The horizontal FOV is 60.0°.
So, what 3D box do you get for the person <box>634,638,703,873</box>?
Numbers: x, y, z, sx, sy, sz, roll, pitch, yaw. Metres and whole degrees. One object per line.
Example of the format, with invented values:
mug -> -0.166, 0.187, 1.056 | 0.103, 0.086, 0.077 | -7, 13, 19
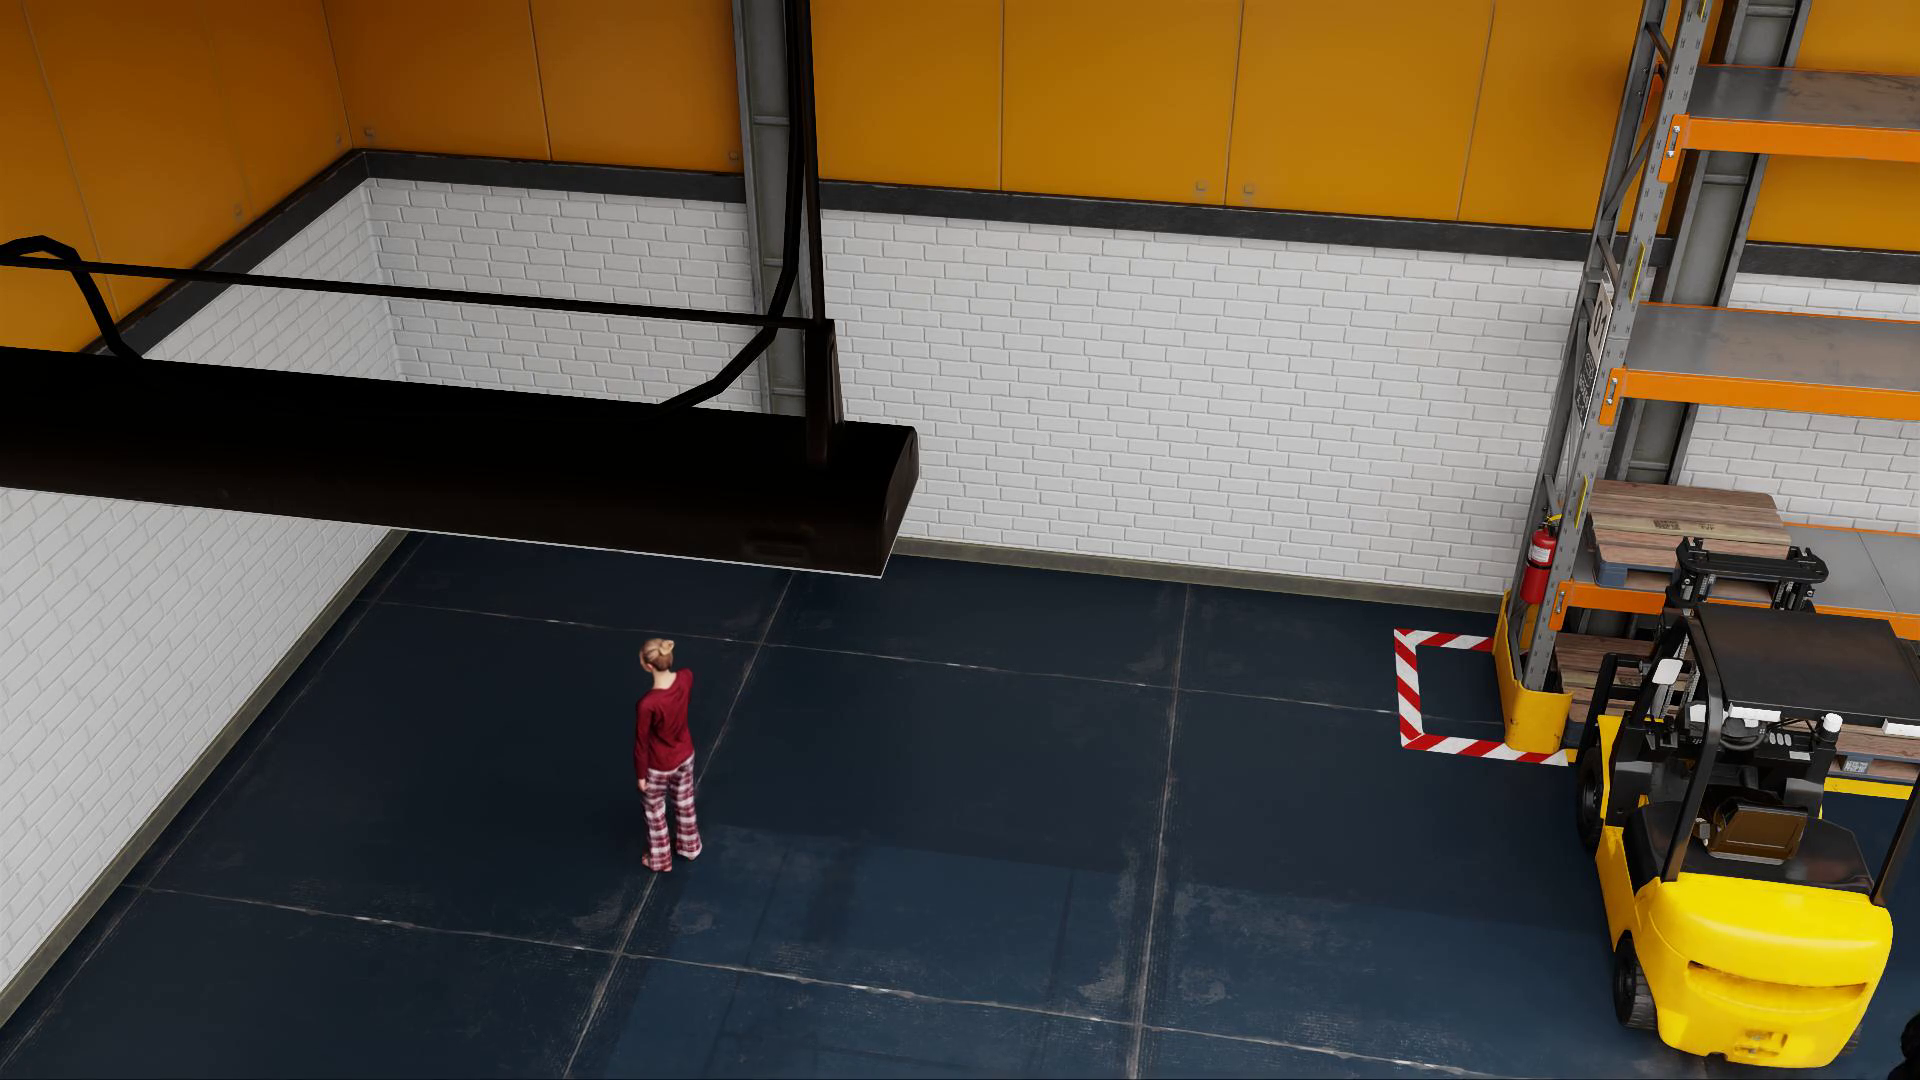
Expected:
person -> -1.685, 1.254, 9.756 | 0.748, 1.694, 0.741 | 22, 40, 30
